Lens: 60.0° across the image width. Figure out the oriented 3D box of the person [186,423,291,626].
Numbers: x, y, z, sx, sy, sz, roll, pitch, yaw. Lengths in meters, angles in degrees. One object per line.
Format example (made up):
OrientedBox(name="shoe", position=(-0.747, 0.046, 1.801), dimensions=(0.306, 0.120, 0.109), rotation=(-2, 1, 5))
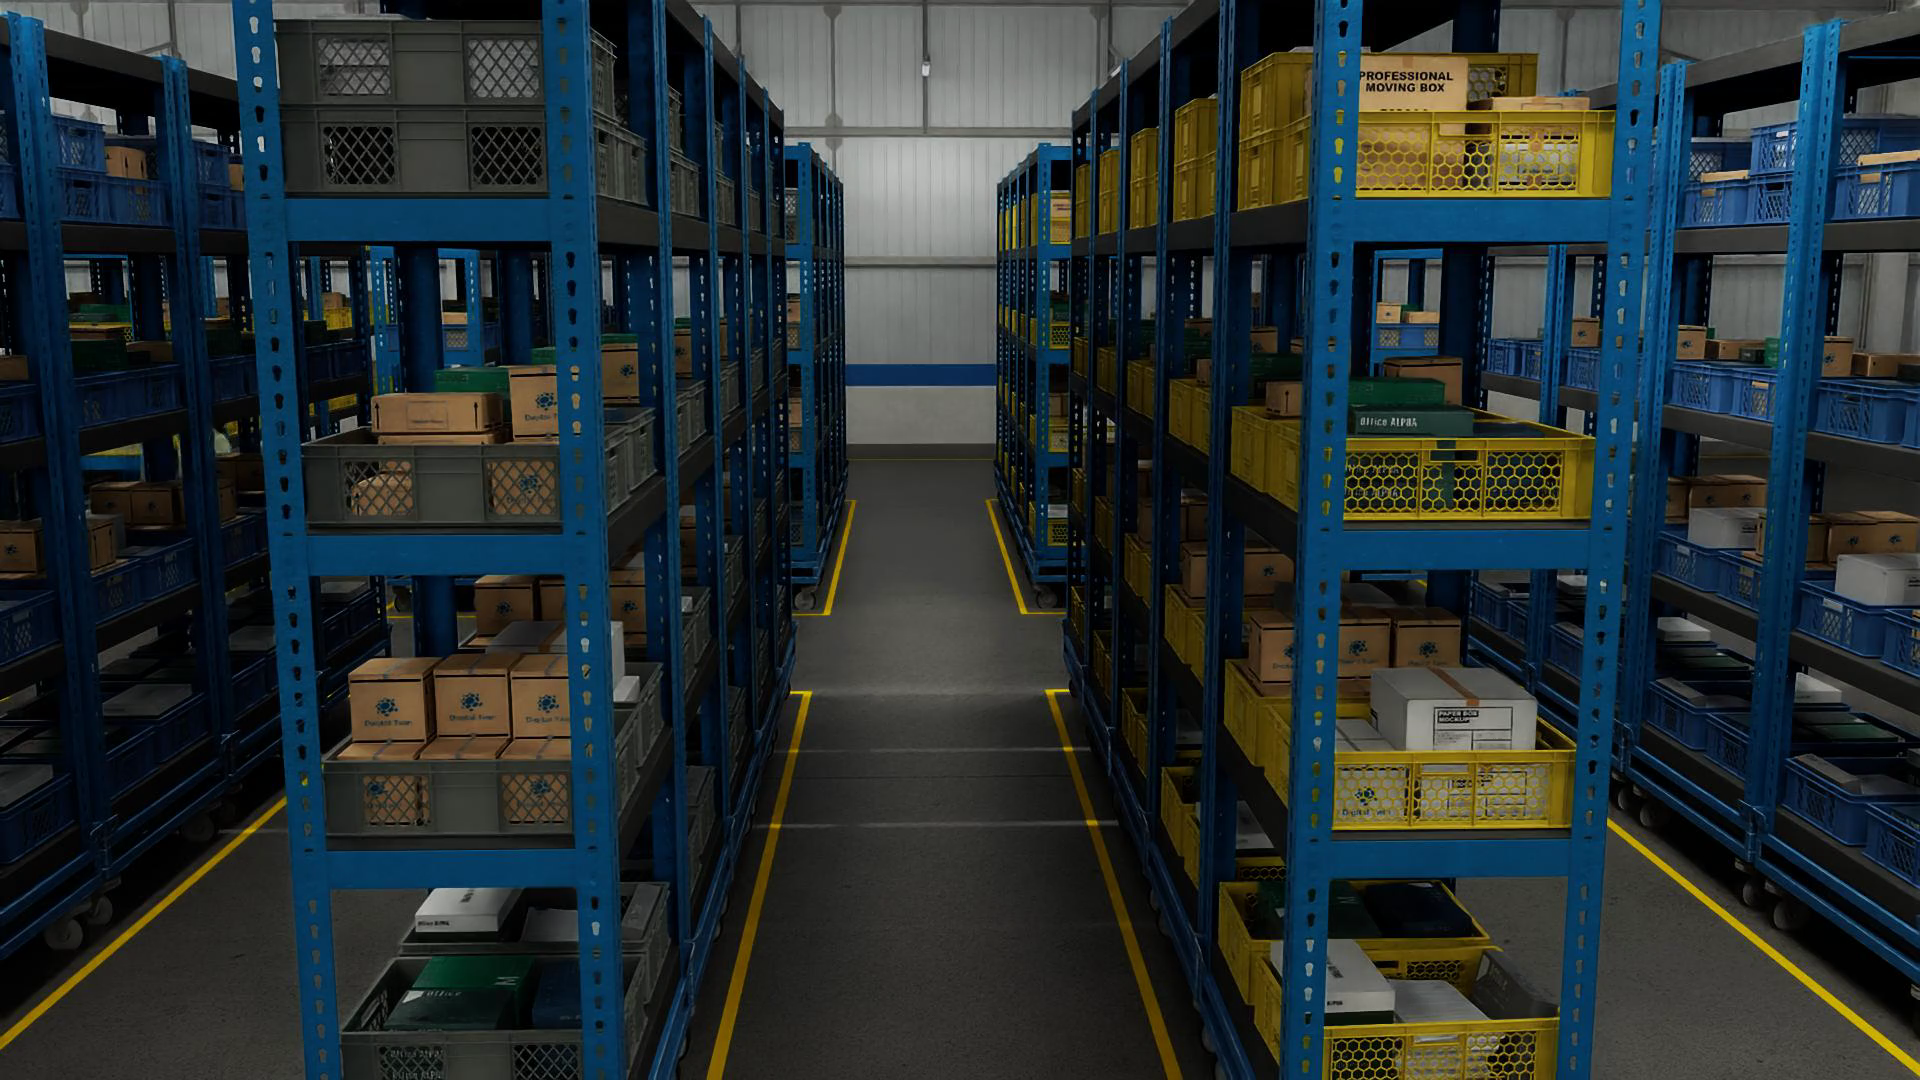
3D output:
OrientedBox(name="person", position=(-5.543, -0.249, 12.527), dimensions=(0.938, 1.762, 0.635), rotation=(-8, 12, -39))
